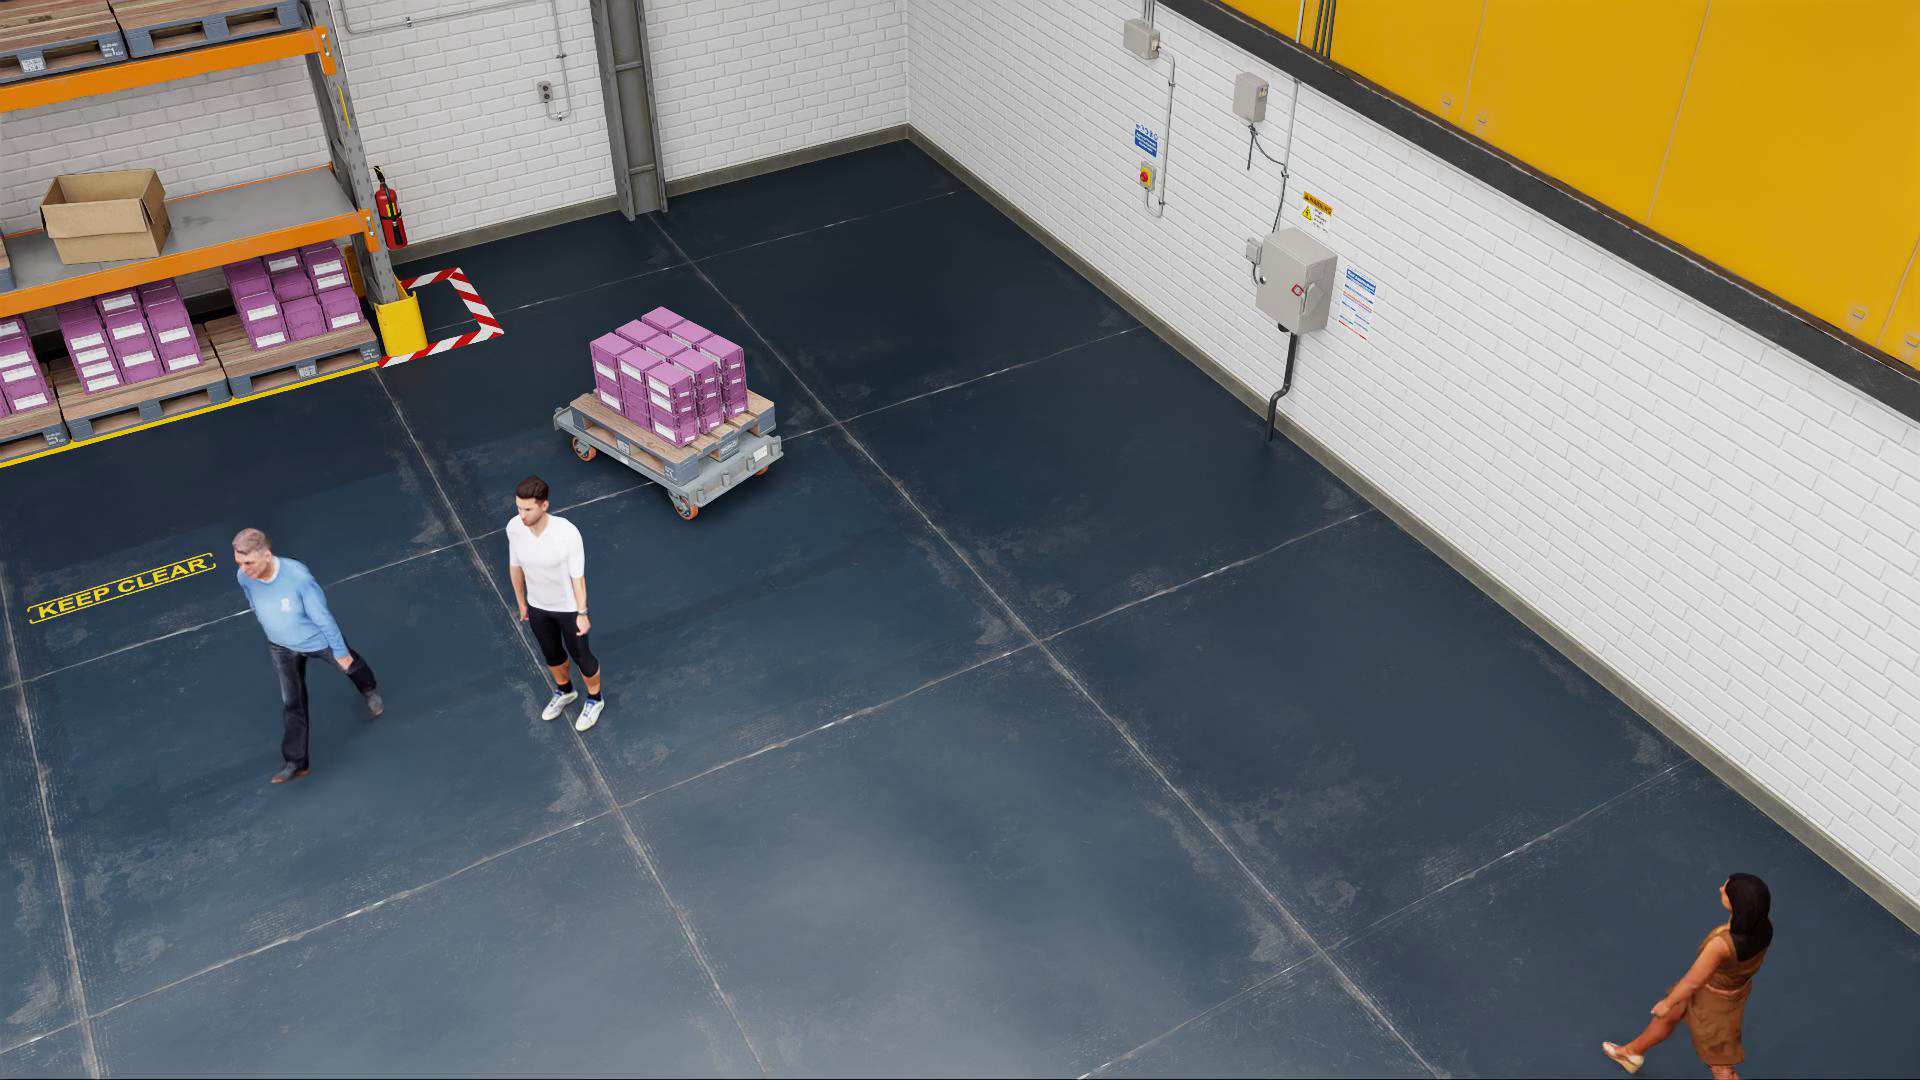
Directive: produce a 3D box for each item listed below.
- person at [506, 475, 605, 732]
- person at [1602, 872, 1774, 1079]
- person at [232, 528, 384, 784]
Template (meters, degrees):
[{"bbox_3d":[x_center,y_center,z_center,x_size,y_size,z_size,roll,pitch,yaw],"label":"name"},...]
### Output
[{"bbox_3d":[-2.453,0.367,10.141,0.736,1.848,0.793,10,40,13],"label":"person"},{"bbox_3d":[3.664,2.280,7.911,1.073,1.641,0.817,-31,48,-33],"label":"person"},{"bbox_3d":[-3.906,0.547,10.008,1.308,1.733,1.272,1,39,1],"label":"person"}]
